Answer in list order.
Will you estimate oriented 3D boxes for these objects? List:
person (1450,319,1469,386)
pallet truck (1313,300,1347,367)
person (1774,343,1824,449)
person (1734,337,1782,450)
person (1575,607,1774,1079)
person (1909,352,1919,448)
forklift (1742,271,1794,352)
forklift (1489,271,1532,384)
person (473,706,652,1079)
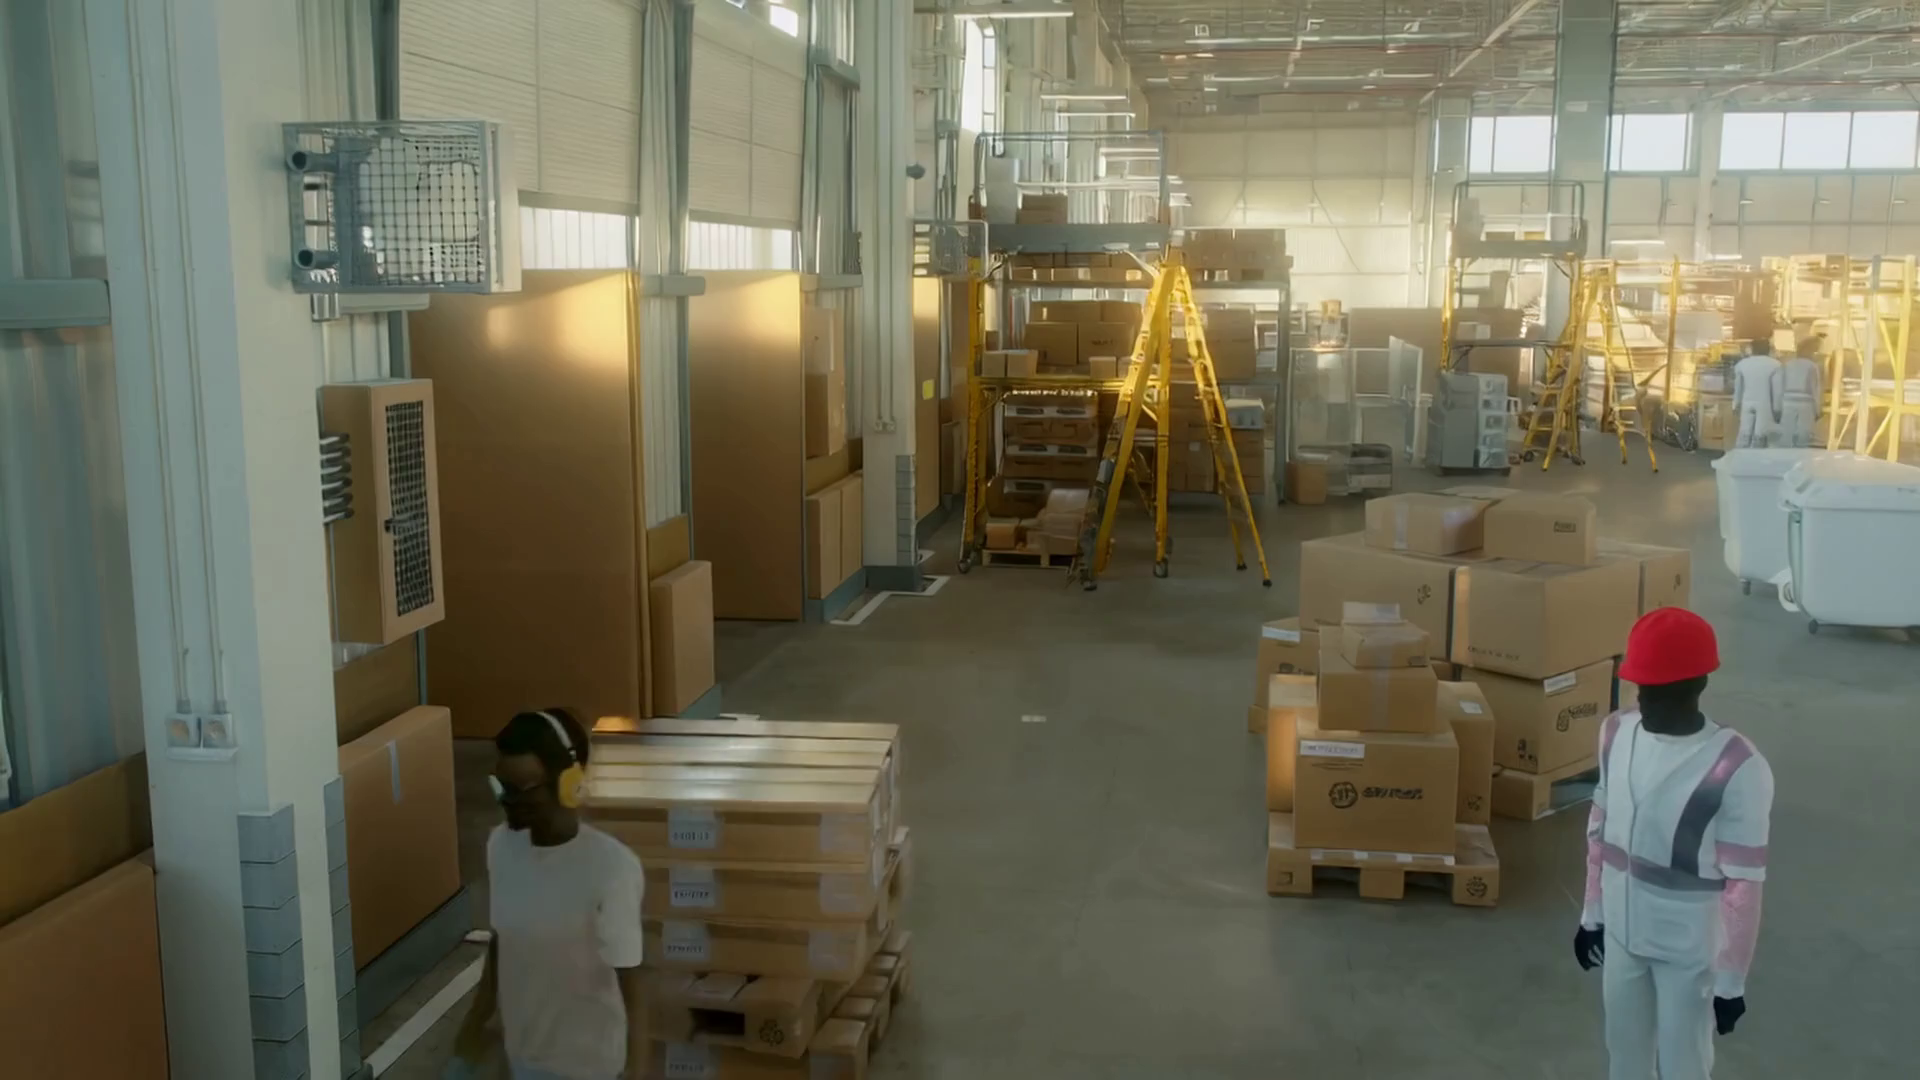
[{"bbox_3d":[9.487,-3.225,31.583,0.367,1.930,0.542,-4,10,-23],"label":"person"},{"bbox_3d":[11.159,-6.200,49.718,0.823,1.965,1.885,4,10,26],"label":"pallet truck"},{"bbox_3d":[11.933,-1.882,23.657,0.576,1.809,0.737,-7,12,-37],"label":"person"},{"bbox_3d":[11.012,-1.833,22.974,0.358,1.938,0.633,-8,12,-42],"label":"person"},{"bbox_3d":[2.005,1.129,4.770,0.395,1.918,0.587,-4,10,-22],"label":"person"},{"bbox_3d":[15.519,-2.340,26.730,0.322,1.735,0.490,4,10,25],"label":"person"},{"bbox_3d":[22.986,-6.356,47.964,1.873,2.768,1.129,-3,10,-17],"label":"forklift"},{"bbox_3d":[13.423,-5.322,41.592,1.873,2.768,1.129,1,9,9],"label":"forklift"},{"bbox_3d":[-0.946,1.281,4.100,0.529,1.837,0.918,7,11,36],"label":"person"}]
